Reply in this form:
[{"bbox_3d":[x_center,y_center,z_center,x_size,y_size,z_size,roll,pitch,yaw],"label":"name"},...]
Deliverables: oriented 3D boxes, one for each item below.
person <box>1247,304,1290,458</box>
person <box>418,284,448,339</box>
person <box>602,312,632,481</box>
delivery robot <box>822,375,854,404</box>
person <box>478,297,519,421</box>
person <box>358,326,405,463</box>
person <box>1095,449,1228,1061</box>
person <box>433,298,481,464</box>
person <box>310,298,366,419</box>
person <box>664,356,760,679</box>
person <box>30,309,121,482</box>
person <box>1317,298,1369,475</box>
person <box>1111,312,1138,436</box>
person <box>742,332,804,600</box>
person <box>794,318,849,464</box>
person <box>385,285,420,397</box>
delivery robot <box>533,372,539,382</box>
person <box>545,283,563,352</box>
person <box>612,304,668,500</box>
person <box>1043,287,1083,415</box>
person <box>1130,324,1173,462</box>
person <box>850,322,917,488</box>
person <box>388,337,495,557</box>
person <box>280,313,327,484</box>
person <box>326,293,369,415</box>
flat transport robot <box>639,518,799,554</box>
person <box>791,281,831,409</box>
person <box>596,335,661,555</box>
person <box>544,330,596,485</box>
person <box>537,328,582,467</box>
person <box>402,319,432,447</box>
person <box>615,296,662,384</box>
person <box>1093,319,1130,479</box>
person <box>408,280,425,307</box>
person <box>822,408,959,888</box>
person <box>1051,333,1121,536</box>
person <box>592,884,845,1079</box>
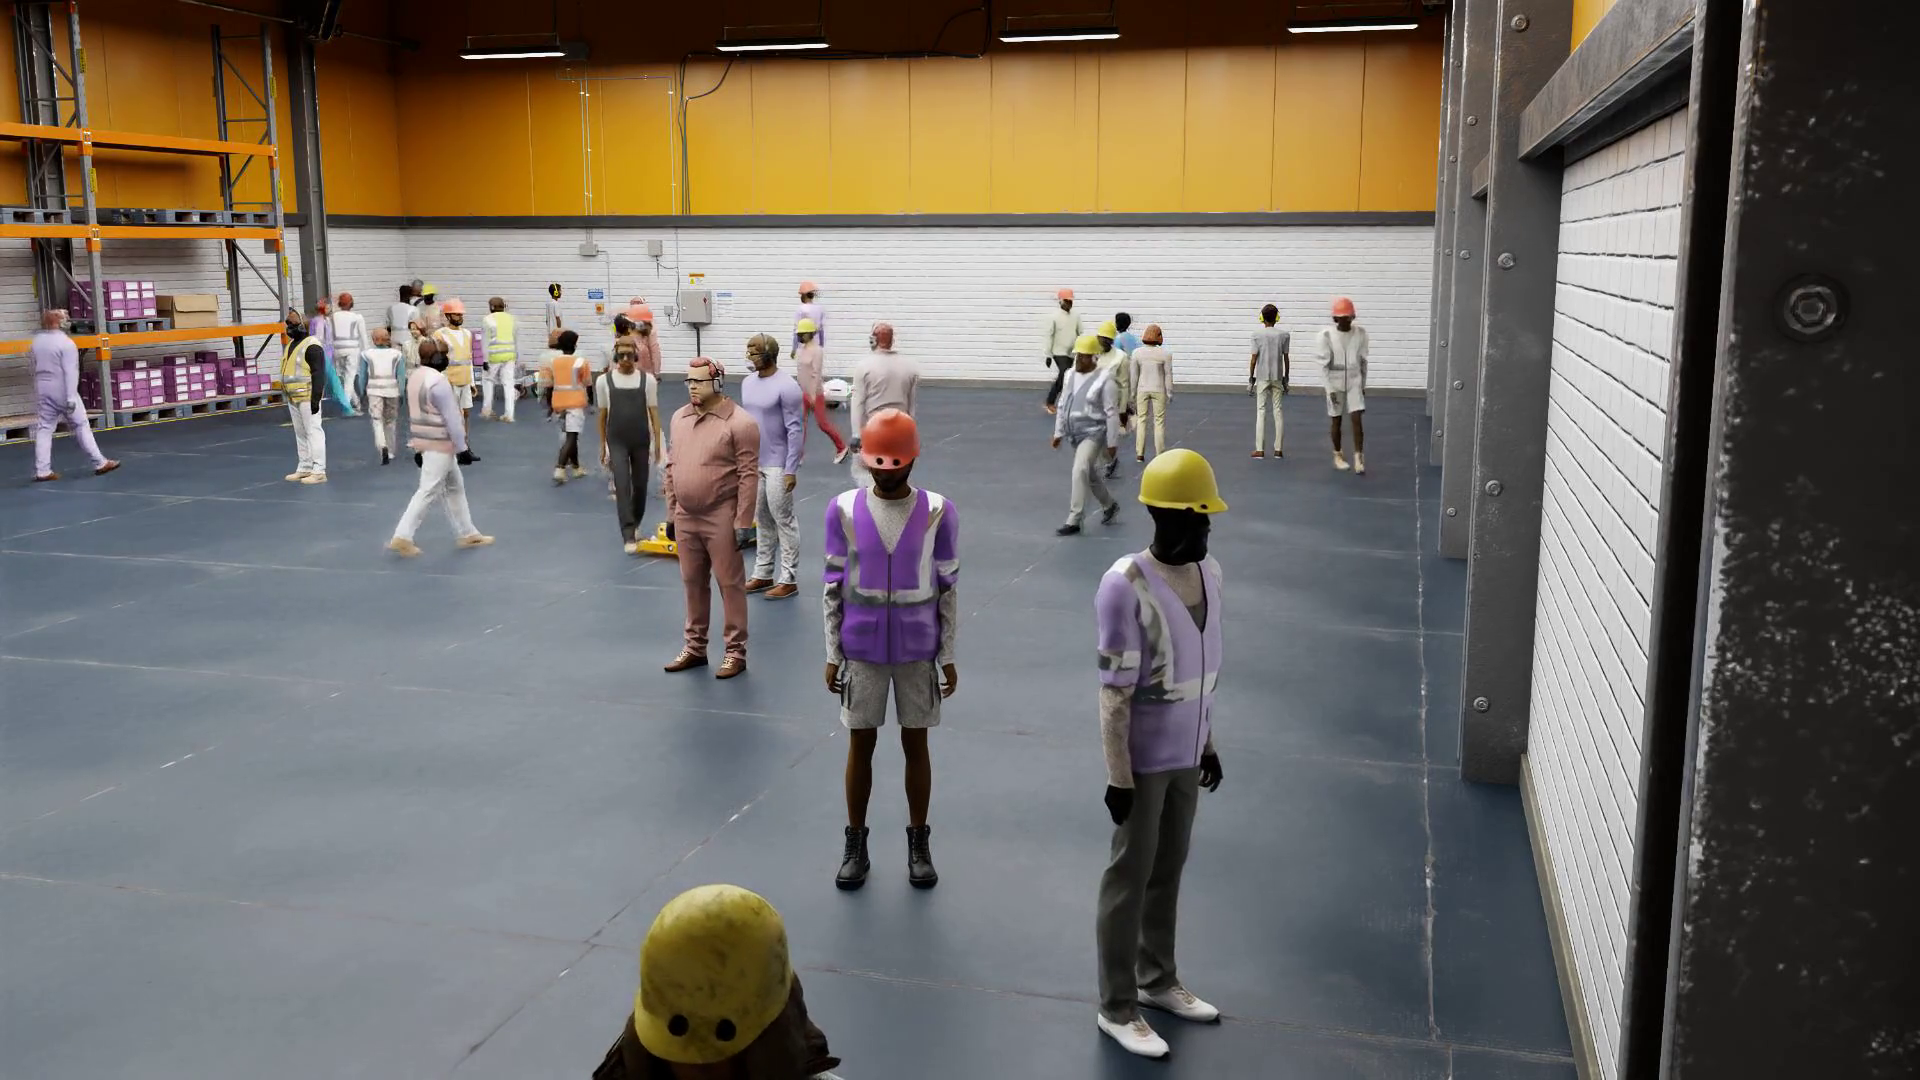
[{"bbox_3d":[3.720,-1.909,20.067,0.521,1.865,0.328,-1,10,-3],"label":"person"},{"bbox_3d":[-9.165,-3.480,28.820,0.602,1.906,0.489,4,11,23],"label":"person"},{"bbox_3d":[-3.649,-1.539,18.012,0.520,1.853,0.698,2,10,14],"label":"person"},{"bbox_3d":[-1.917,-2.312,25.784,0.707,0.478,0.477,6,12,31],"label":"delivery robot"},{"bbox_3d":[-6.822,-2.651,24.411,0.776,1.813,0.643,9,14,43],"label":"person"},{"bbox_3d":[-6.824,-1.711,19.659,0.523,1.614,0.732,-4,11,-24],"label":"person"},{"bbox_3d":[0.662,0.663,5.319,0.388,1.926,0.590,8,13,39],"label":"person"},{"bbox_3d":[-5.936,-1.875,19.646,0.354,1.942,0.545,6,12,30],"label":"person"},{"bbox_3d":[-9.351,-2.649,24.460,0.971,1.803,0.588,-4,11,-24],"label":"person"},{"bbox_3d":[-1.501,-0.135,9.892,0.643,1.909,0.410,5,11,28],"label":"person"},{"bbox_3d":[-9.813,-1.600,18.299,0.665,1.859,0.968,4,11,22],"label":"person"},{"bbox_3d":[4.295,-1.728,18.702,0.609,1.971,0.965,0,10,3],"label":"person"},{"bbox_3d":[2.240,-2.209,22.250,0.477,1.681,0.551,7,12,34],"label":"person"},{"bbox_3d":[-1.376,-0.534,12.070,0.376,1.937,0.629,-9,14,-43],"label":"person"},{"bbox_3d":[-1.702,-1.717,19.346,0.860,1.734,0.522,-9,13,-42],"label":"person"},{"bbox_3d":[-9.444,-3.364,28.152,0.634,1.915,0.946,0,10,1],"label":"person"},{"bbox_3d":[-6.853,-2.743,28.224,0.707,0.478,0.477,0,10,1],"label":"delivery robot"},{"bbox_3d":[-7.463,-3.801,30.753,0.328,1.873,0.520,-8,13,-38],"label":"person"},{"bbox_3d":[-3.124,-1.382,16.772,0.913,1.957,0.634,-4,11,-23],"label":"person"},{"bbox_3d":[1.540,-2.812,24.963,0.622,1.955,1.025,-8,13,-40],"label":"person"},{"bbox_3d":[2.271,-1.731,19.706,0.509,1.632,0.267,3,11,19],"label":"person"},{"bbox_3d":[-0.697,-0.955,14.566,0.676,1.892,0.427,-7,12,-35],"label":"person"},{"bbox_3d":[-4.376,-0.779,13.830,0.931,1.808,0.618,-7,12,-33],"label":"person"},{"bbox_3d":[-7.105,-1.531,17.982,0.633,1.843,0.429,9,13,41],"label":"person"},{"bbox_3d":[-9.356,-2.855,25.499,0.600,1.826,1.006,0,10,1],"label":"person"},{"bbox_3d":[-2.044,-0.086,14.247,0.652,0.197,1.431,5,11,27],"label":"flat transport robot"},{"bbox_3d":[-2.314,-3.050,26.107,0.884,2.017,0.617,6,12,31],"label":"person"},{"bbox_3d":[-2.805,-0.828,14.082,0.515,1.822,0.843,-3,10,-16],"label":"person"},{"bbox_3d":[-4.247,-1.441,17.994,0.521,1.653,0.837,4,11,21],"label":"person"},{"bbox_3d":[-4.688,-1.675,19.465,0.526,1.589,0.818,-6,11,-29],"label":"person"},{"bbox_3d":[-6.855,-1.992,21.174,0.522,1.636,0.310,2,10,11],"label":"person"},{"bbox_3d":[-4.150,-2.208,21.635,0.642,1.909,0.408,4,11,22],"label":"person"},{"bbox_3d":[1.550,-1.493,17.940,0.603,1.790,0.896,8,12,37],"label":"person"},{"bbox_3d":[-9.463,-3.603,29.154,0.698,2.000,0.982,3,10,15],"label":"person"},{"bbox_3d":[-0.273,0.436,6.603,0.543,1.928,0.373,0,10,-1],"label":"person"},{"bbox_3d":[1.171,-0.963,14.905,0.888,1.802,0.580,-8,13,-38],"label":"person"},{"bbox_3d":[-0.317,1.293,2.290,0.487,1.736,0.321,-2,10,-13],"label":"person"}]
